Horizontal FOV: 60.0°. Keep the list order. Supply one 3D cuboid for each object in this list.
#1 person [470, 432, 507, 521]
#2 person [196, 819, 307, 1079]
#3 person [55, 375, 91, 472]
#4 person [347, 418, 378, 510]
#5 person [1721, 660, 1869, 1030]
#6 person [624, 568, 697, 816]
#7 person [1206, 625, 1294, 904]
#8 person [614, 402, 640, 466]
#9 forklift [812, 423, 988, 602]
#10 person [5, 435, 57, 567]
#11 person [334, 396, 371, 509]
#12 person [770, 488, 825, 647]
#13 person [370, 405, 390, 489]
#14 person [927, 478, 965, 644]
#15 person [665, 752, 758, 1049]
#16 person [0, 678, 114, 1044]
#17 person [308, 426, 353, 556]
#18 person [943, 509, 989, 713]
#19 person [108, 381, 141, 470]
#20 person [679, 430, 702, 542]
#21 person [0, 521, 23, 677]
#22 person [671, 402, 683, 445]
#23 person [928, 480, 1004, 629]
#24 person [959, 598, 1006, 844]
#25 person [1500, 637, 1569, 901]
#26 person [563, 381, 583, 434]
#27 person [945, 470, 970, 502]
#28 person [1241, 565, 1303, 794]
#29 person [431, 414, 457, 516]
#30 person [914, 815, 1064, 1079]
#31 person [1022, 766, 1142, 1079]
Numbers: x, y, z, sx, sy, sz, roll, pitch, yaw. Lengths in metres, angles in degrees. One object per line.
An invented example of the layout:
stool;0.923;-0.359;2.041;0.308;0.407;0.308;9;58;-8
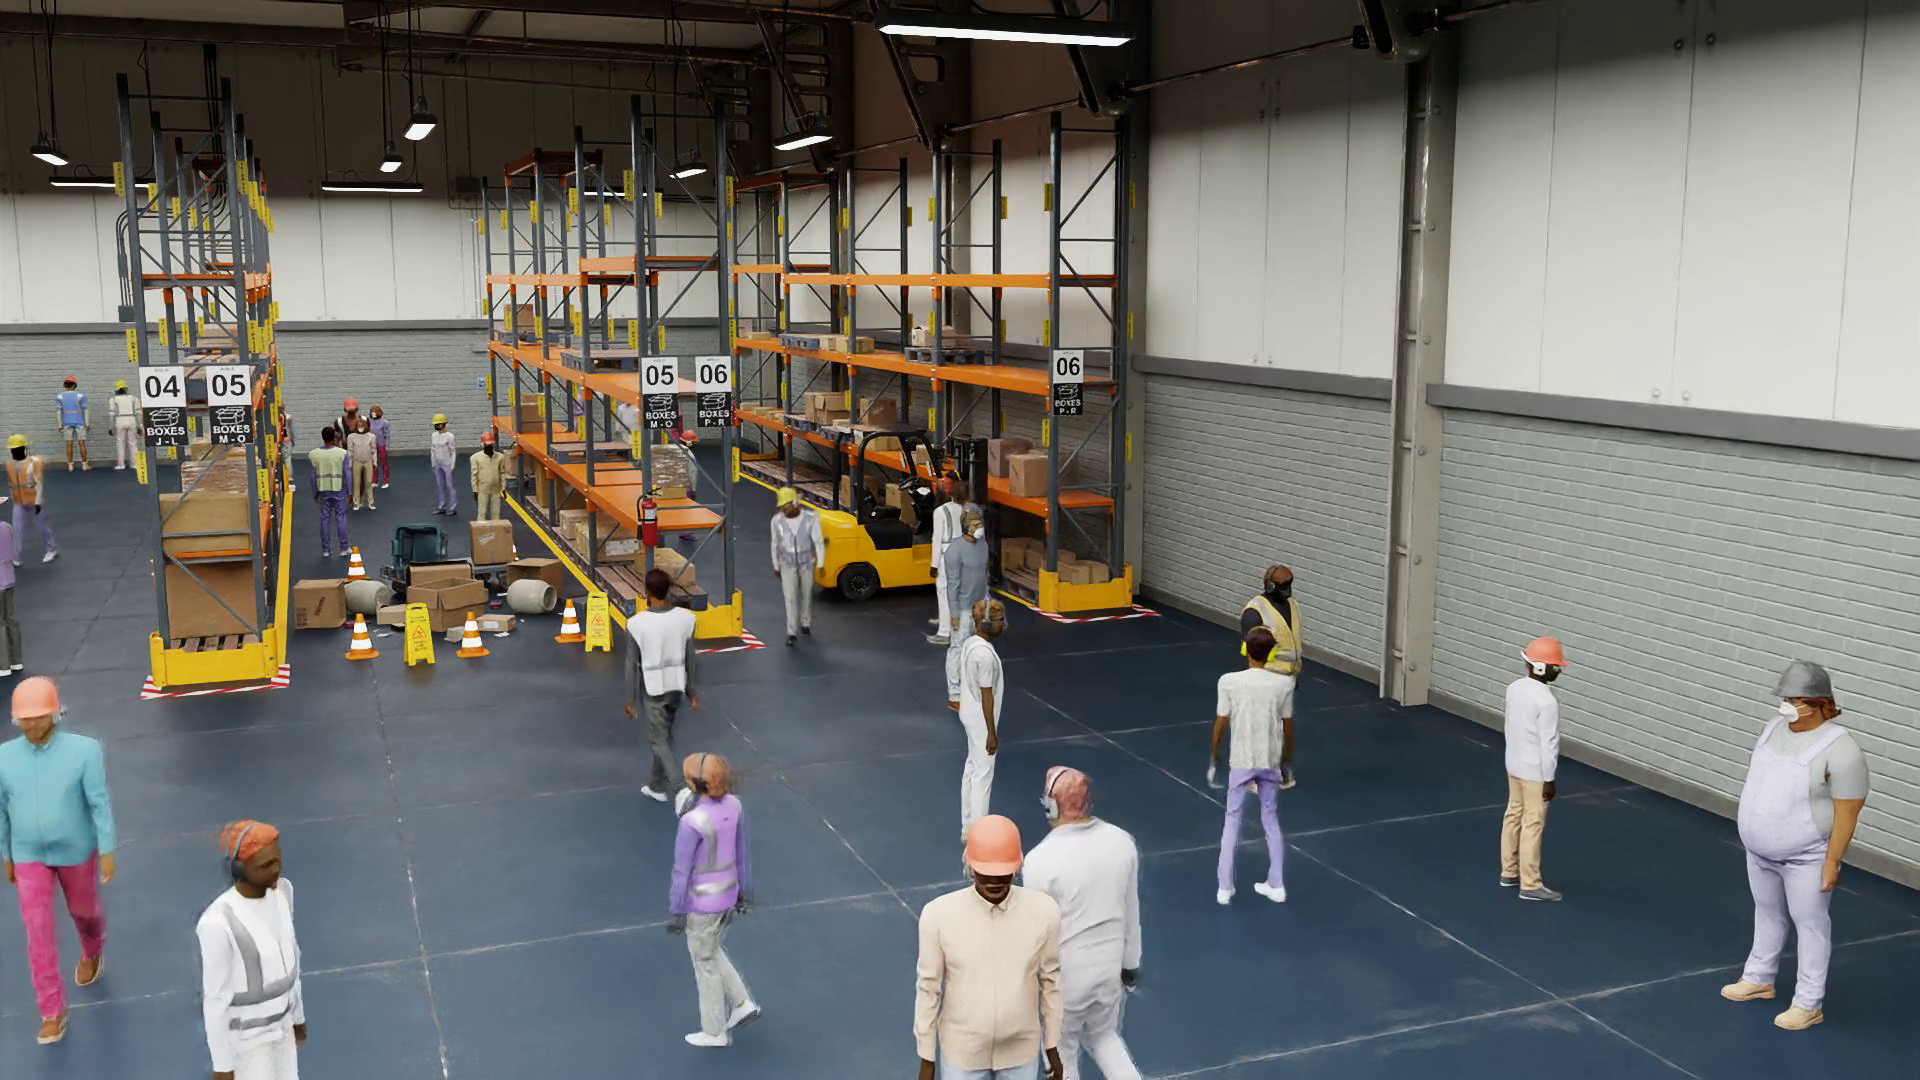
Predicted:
person;-7.209;-0.784;25.479;0.561;1.752;0.324;-8;12;-40
person;-3.038;2.082;7.074;0.525;1.870;0.584;1;9;9
person;-18.729;-2.459;35.147;0.604;2.034;0.386;-3;10;-19
person;-10.543;-1.341;29.363;0.498;1.633;0.279;-4;10;-25
person;4.574;1.661;9.190;0.535;2.000;0.674;-3;9;-17
person;-2.283;1.161;12.832;0.597;1.891;0.863;-7;12;-39
person;1.906;1.480;10.928;0.594;1.853;0.366;0;9;2
person;-7.024;-2.313;35.186;0.568;1.730;0.534;4;10;24
forklift;-0.830;-0.399;21.676;2.313;2.155;1.214;-4;10;-21
person;-13.337;-0.575;23.787;0.605;1.883;0.977;1;9;5
person;-10.711;-1.540;29.393;0.631;2.023;0.444;-3;9;-18
person;-1.825;0.289;18.697;0.607;1.767;0.901;-1;9;-4
person;-11.324;-1.813;32.336;0.497;1.633;0.289;2;9;11
person;-0.147;0.231;18.727;0.366;1.880;0.582;5;10;28
person;-1.357;1.923;8.847;0.363;1.625;0.518;3;10;20
person;-5.034;1.692;9.268;0.611;1.963;0.961;-3;9;-18
person;-9.266;-0.717;24.533;0.593;1.922;0.392;-1;9;-4
person;0.084;0.660;15.812;0.379;1.940;0.629;6;11;33
person;-17.781;-2.429;35.402;0.384;1.898;0.638;9;13;44
person;-4.217;-0.842;25.886;0.344;1.747;0.571;-5;10;-29
person;-9.949;0.457;17.125;0.371;1.929;0.584;0;9;0
person;-6.632;-2.867;38.593;0.351;1.759;0.523;4;10;24
person;0.120;0.190;19.245;0.980;1.796;0.540;4;10;22
person;0.168;1.326;11.917;0.327;1.842;0.515;-2;9;-13
person;3.832;1.505;11.083;0.339;1.748;0.564;-1;9;-7
person;-8.060;-2.400;34.768;0.394;2.038;0.605;-5;10;-26
person;-0.025;0.091;19.662;0.328;1.861;0.506;-4;10;-25
person;2.515;1.104;13.328;0.634;1.839;0.429;-8;12;-43
person;-8.913;-1.295;28.660;0.530;1.767;0.328;5;10;29
person;0.127;2.070;6.771;0.623;1.989;0.399;-2;9;-11
person;0.608;1.993;7.637;0.658;1.880;0.627;-7;11;-38
